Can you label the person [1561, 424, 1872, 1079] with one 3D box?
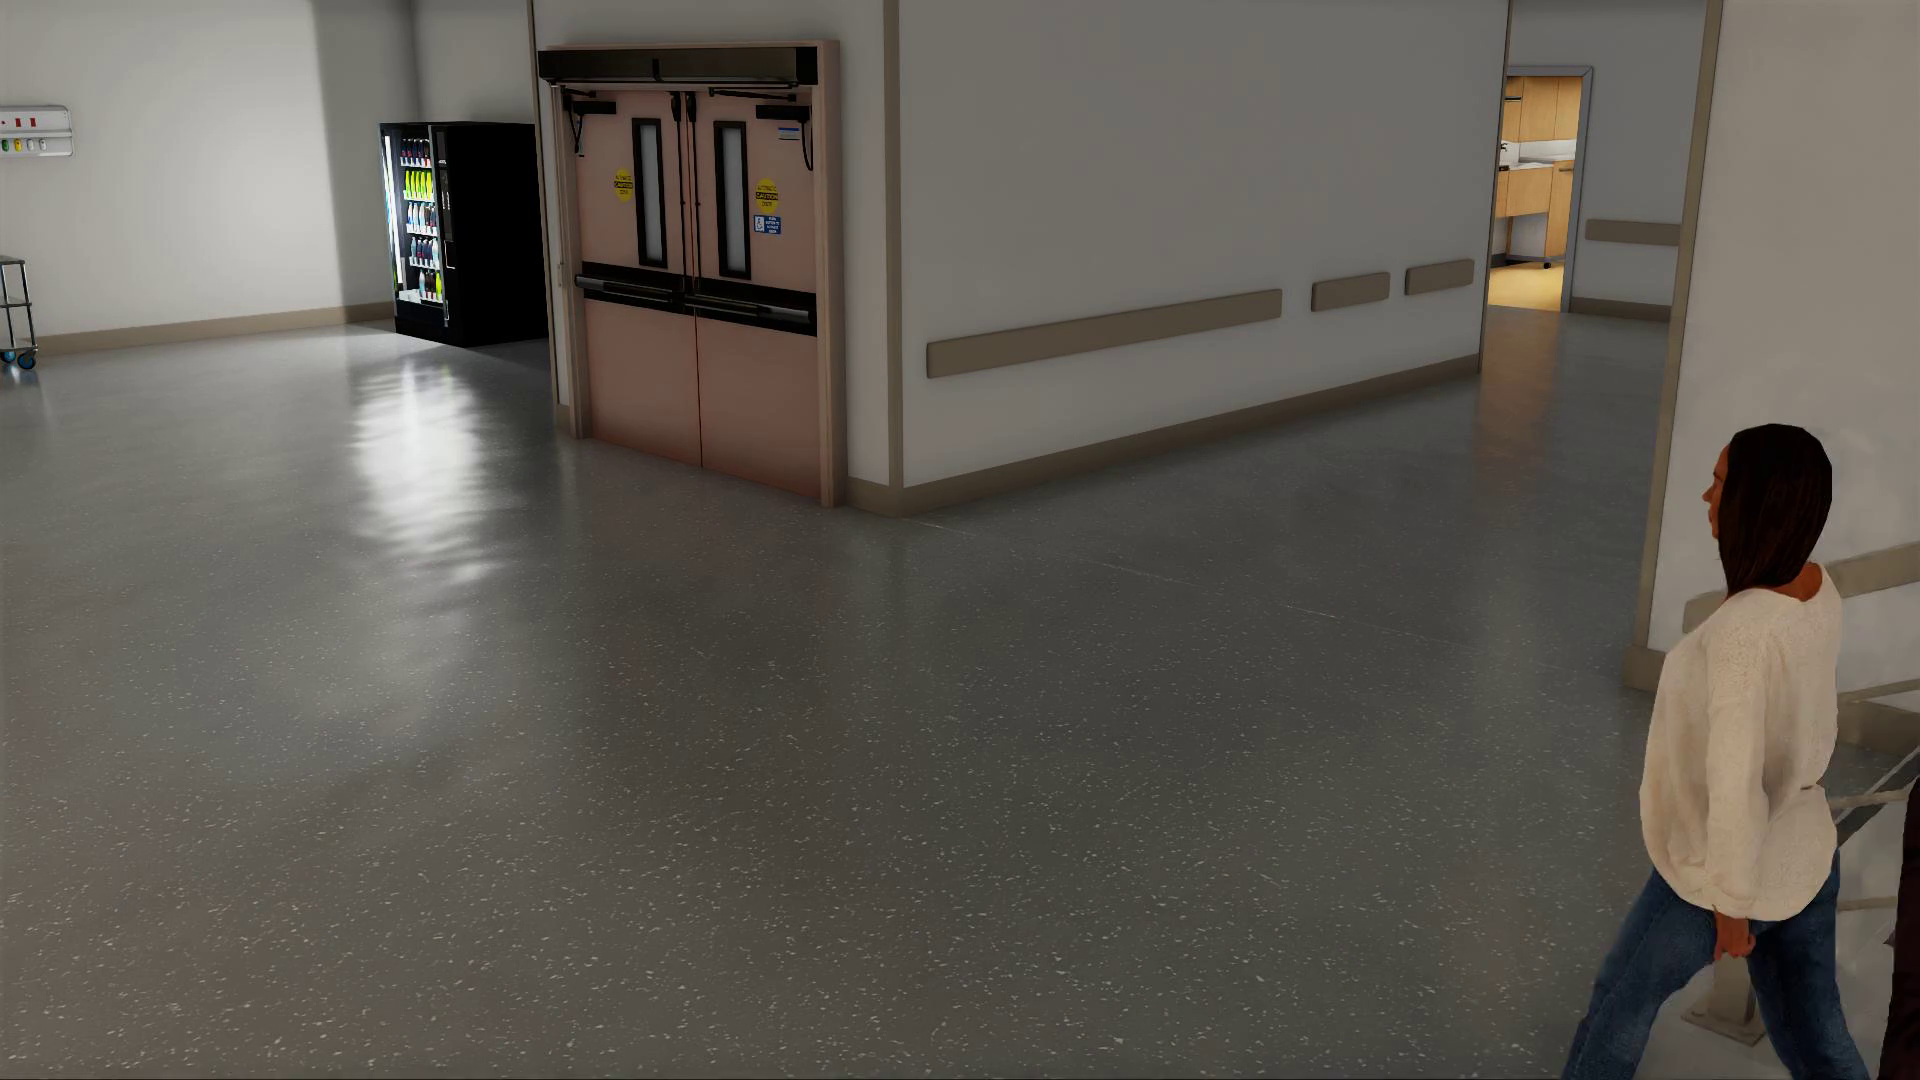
[{"bbox_3d":[1.524,0.638,3.051,0.649,1.637,1.084,-14,21,-40],"label":"person"}]
